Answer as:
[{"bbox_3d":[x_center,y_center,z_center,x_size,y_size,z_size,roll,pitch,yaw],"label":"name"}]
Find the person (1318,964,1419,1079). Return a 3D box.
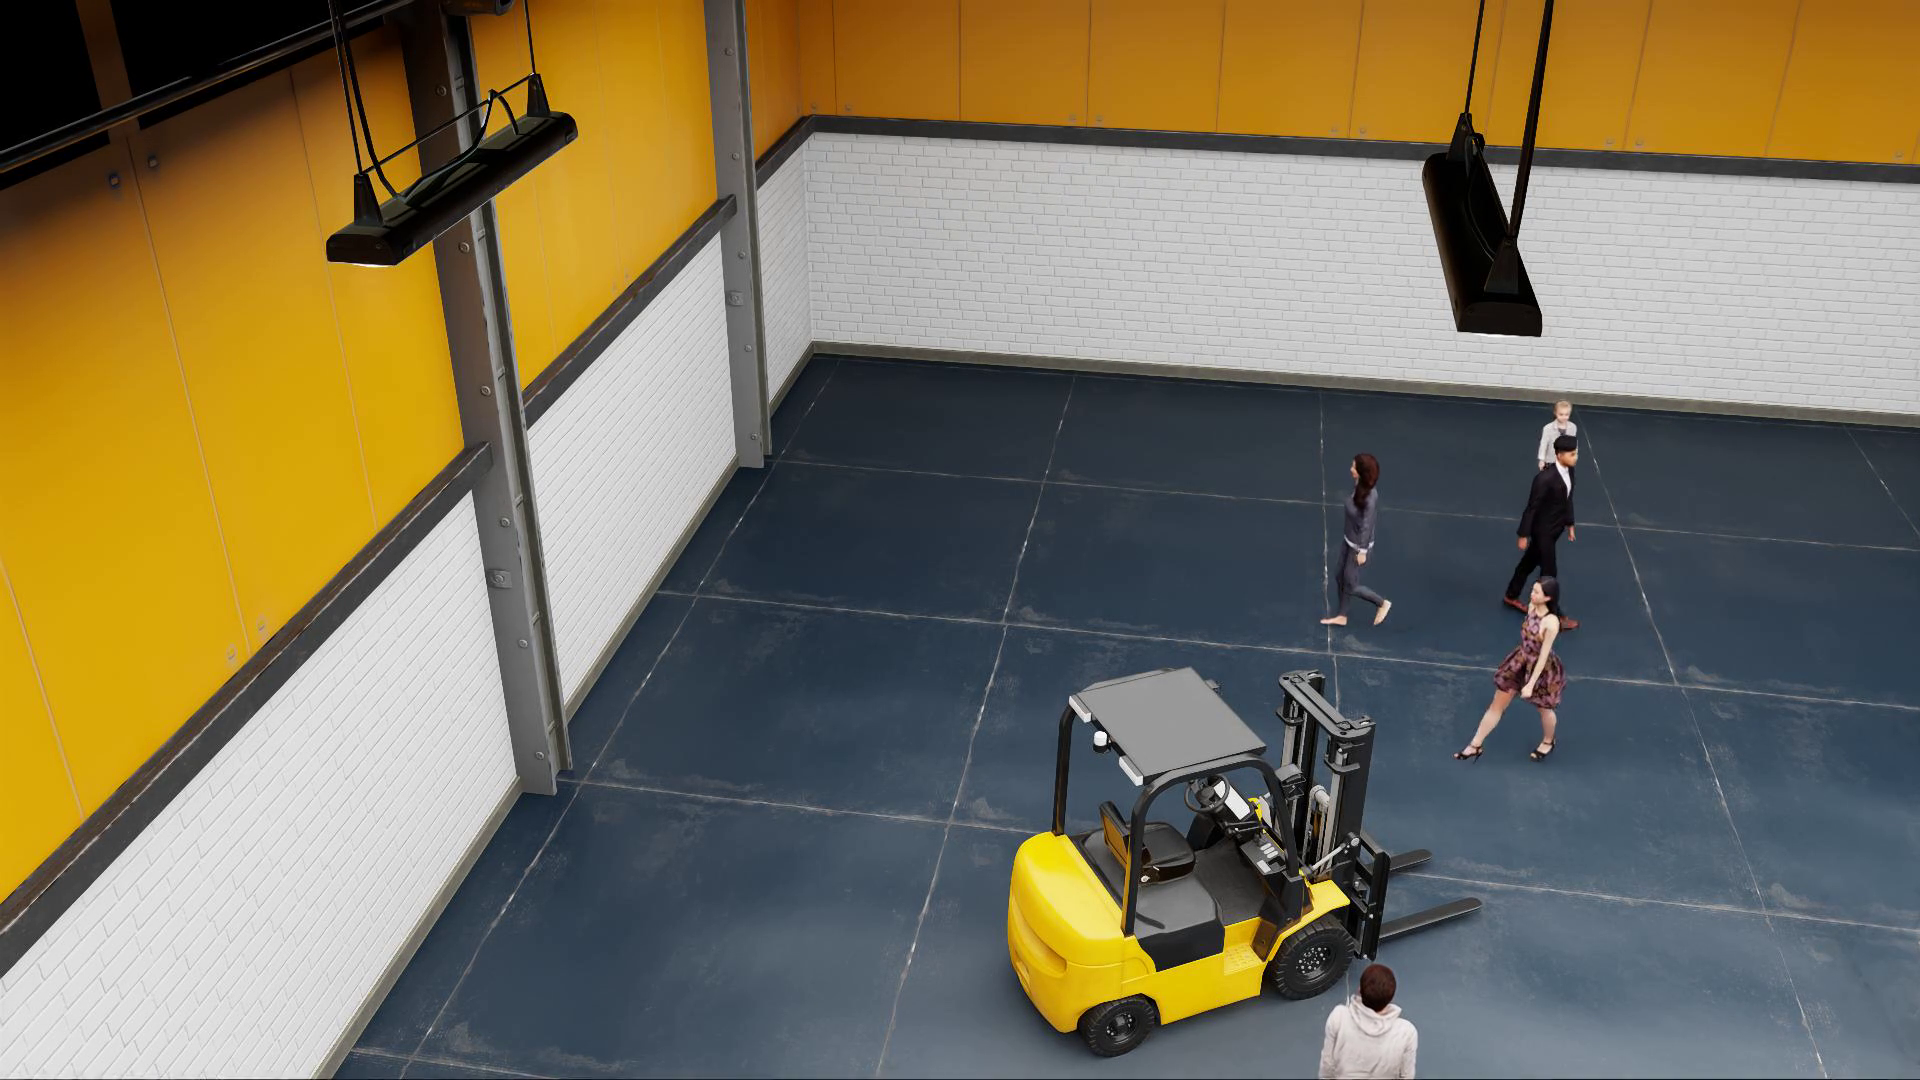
[{"bbox_3d":[2.244,3.123,9.296,0.665,1.852,0.565,6,29,11],"label":"person"}]

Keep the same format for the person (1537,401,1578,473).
[{"bbox_3d":[6.153,-0.875,17.242,0.552,1.263,0.613,2,29,3],"label":"person"}]

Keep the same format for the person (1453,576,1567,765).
[{"bbox_3d":[4.619,1.079,13.179,0.980,1.723,1.154,-7,29,-12],"label":"person"}]

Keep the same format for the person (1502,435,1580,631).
[{"bbox_3d":[5.295,-0.137,15.271,1.120,1.854,1.133,-24,37,-37],"label":"person"}]

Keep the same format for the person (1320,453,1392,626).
[{"bbox_3d":[3.673,0.029,15.071,0.832,1.755,0.873,-3,29,-6],"label":"person"}]
